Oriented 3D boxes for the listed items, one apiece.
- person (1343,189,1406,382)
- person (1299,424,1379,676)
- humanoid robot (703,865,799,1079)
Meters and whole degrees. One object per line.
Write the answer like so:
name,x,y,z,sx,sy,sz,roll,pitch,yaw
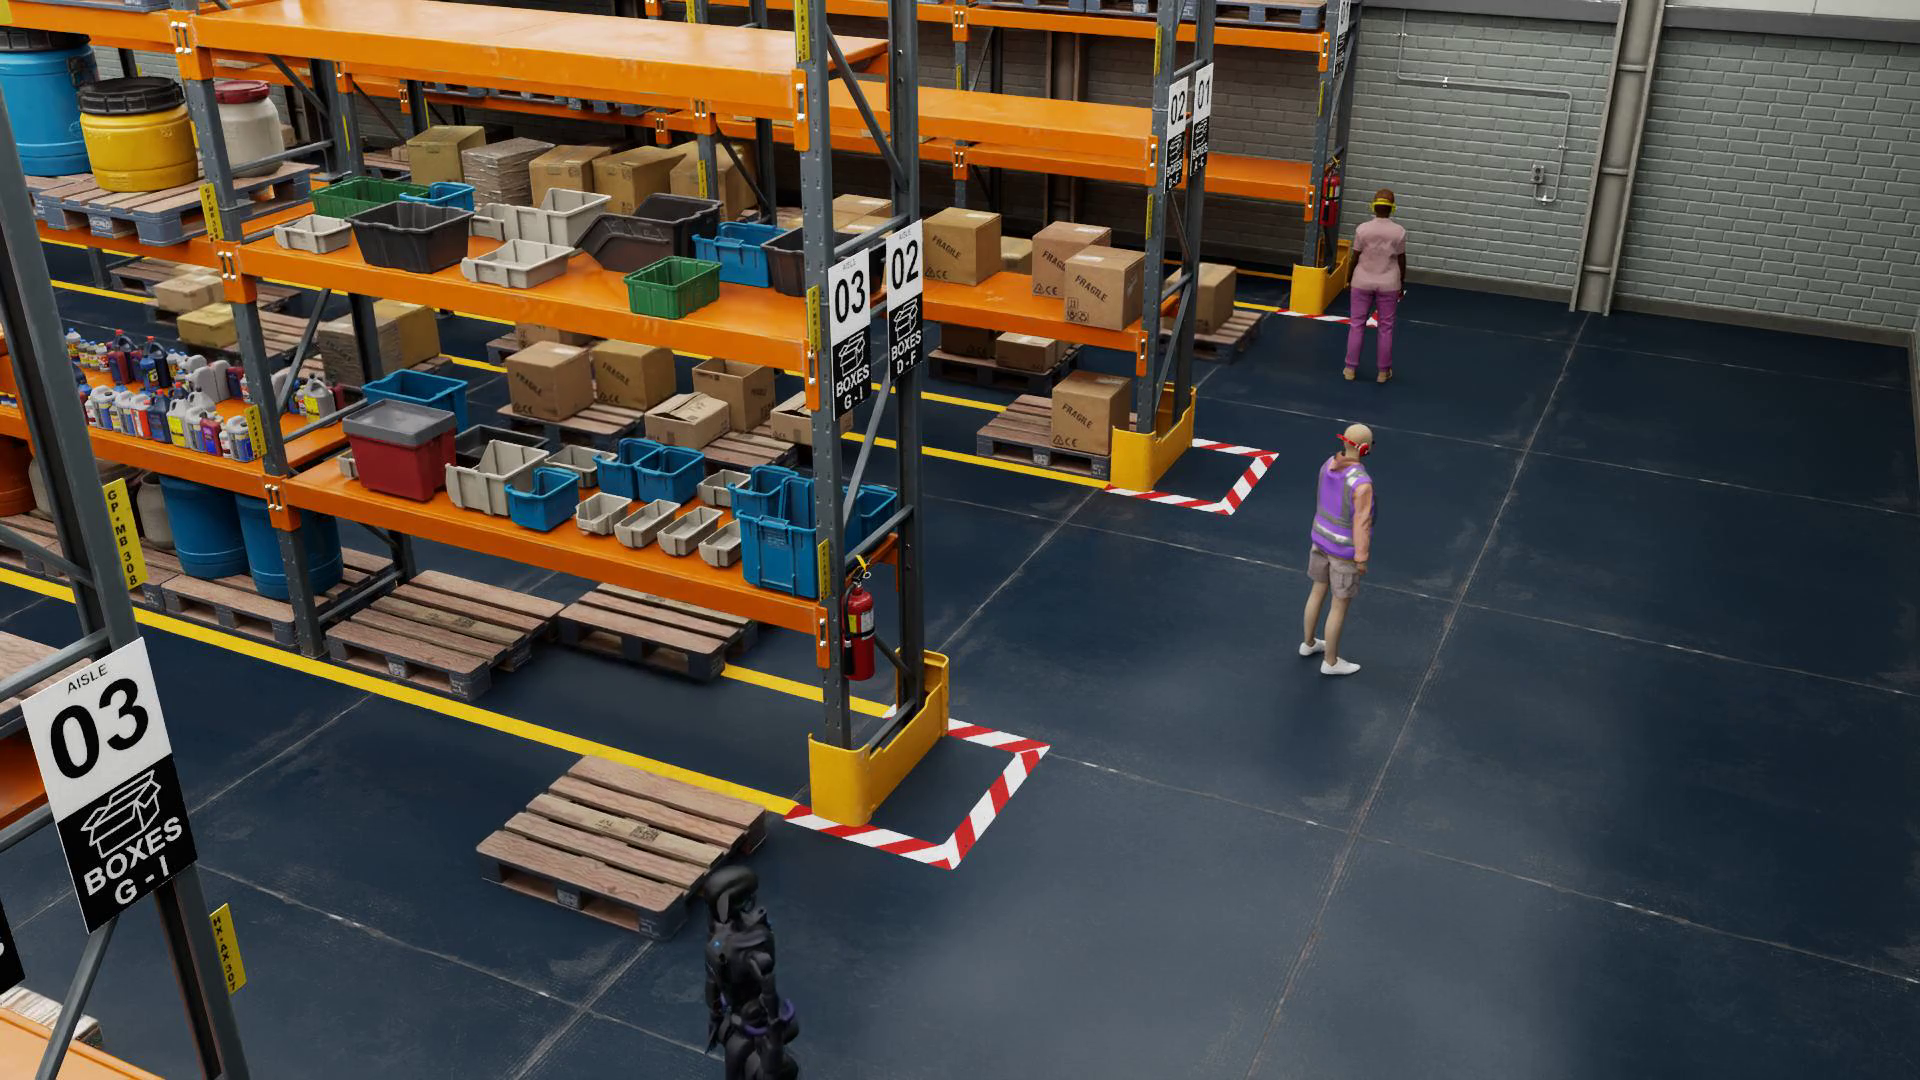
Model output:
person,3.830,-2.332,15.301,0.517,1.802,0.331,7,27,14
person,2.420,0.056,10.593,0.352,1.688,0.489,-11,28,-21
humanoid robot,-0.777,1.988,6.699,0.489,1.644,0.596,-18,31,-31
